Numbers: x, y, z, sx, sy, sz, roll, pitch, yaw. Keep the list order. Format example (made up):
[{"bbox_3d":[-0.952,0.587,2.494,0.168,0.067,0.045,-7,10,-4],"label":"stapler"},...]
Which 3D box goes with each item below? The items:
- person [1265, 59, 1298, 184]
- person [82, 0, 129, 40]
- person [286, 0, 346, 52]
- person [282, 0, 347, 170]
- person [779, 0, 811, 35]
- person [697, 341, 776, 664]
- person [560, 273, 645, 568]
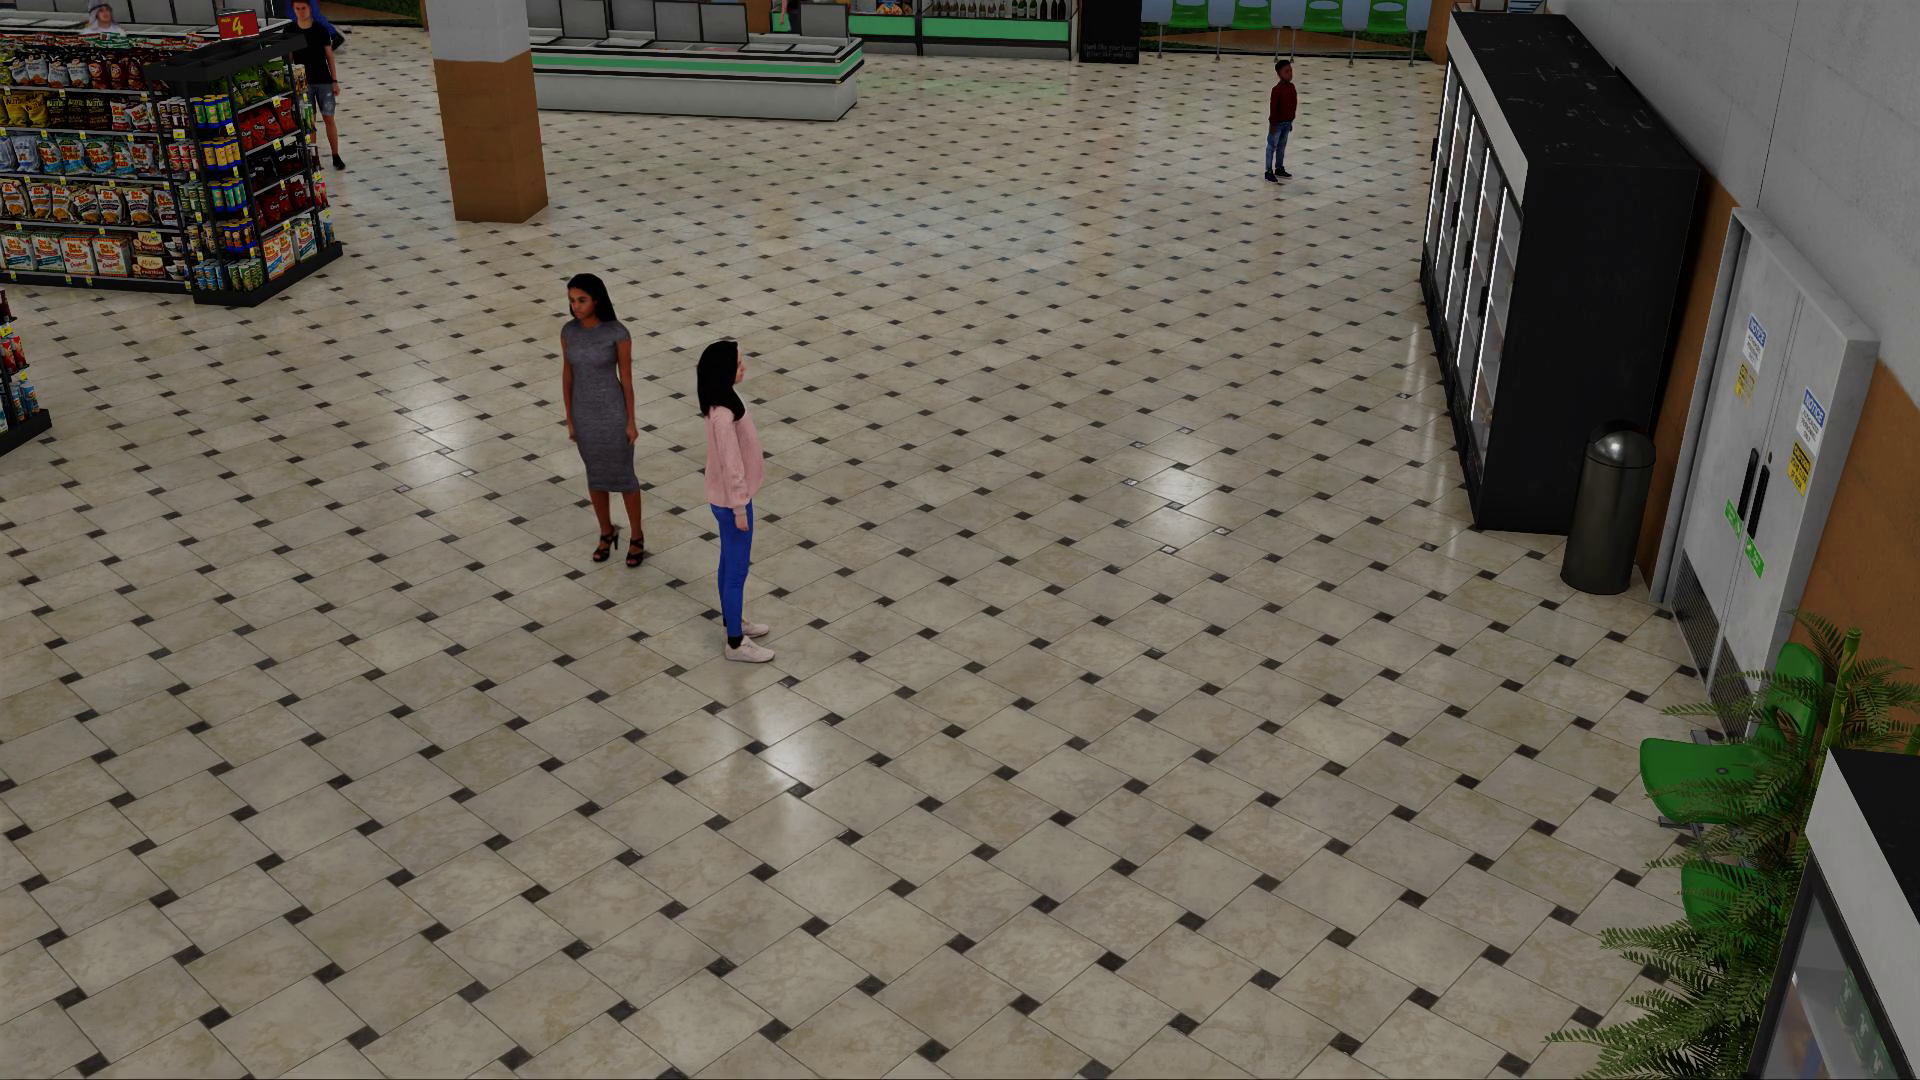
[{"bbox_3d":[3.396,-4.451,17.625,0.586,1.256,0.633,-22,34,-36],"label":"person"},{"bbox_3d":[-8.756,-4.609,17.219,1.130,1.906,0.915,16,31,28],"label":"person"},{"bbox_3d":[-9.347,-7.865,23.769,1.162,1.787,0.633,5,27,9],"label":"person"},{"bbox_3d":[-6.971,-4.937,17.931,0.685,1.846,0.808,-10,28,-19],"label":"person"},{"bbox_3d":[-2.066,-6.911,21.971,0.833,1.713,0.701,15,30,26],"label":"person"},{"bbox_3d":[-1.196,-0.204,8.683,0.677,1.770,0.711,-5,27,-10],"label":"person"},{"bbox_3d":[-2.059,-0.690,9.632,0.442,1.778,0.641,5,27,10],"label":"person"}]
